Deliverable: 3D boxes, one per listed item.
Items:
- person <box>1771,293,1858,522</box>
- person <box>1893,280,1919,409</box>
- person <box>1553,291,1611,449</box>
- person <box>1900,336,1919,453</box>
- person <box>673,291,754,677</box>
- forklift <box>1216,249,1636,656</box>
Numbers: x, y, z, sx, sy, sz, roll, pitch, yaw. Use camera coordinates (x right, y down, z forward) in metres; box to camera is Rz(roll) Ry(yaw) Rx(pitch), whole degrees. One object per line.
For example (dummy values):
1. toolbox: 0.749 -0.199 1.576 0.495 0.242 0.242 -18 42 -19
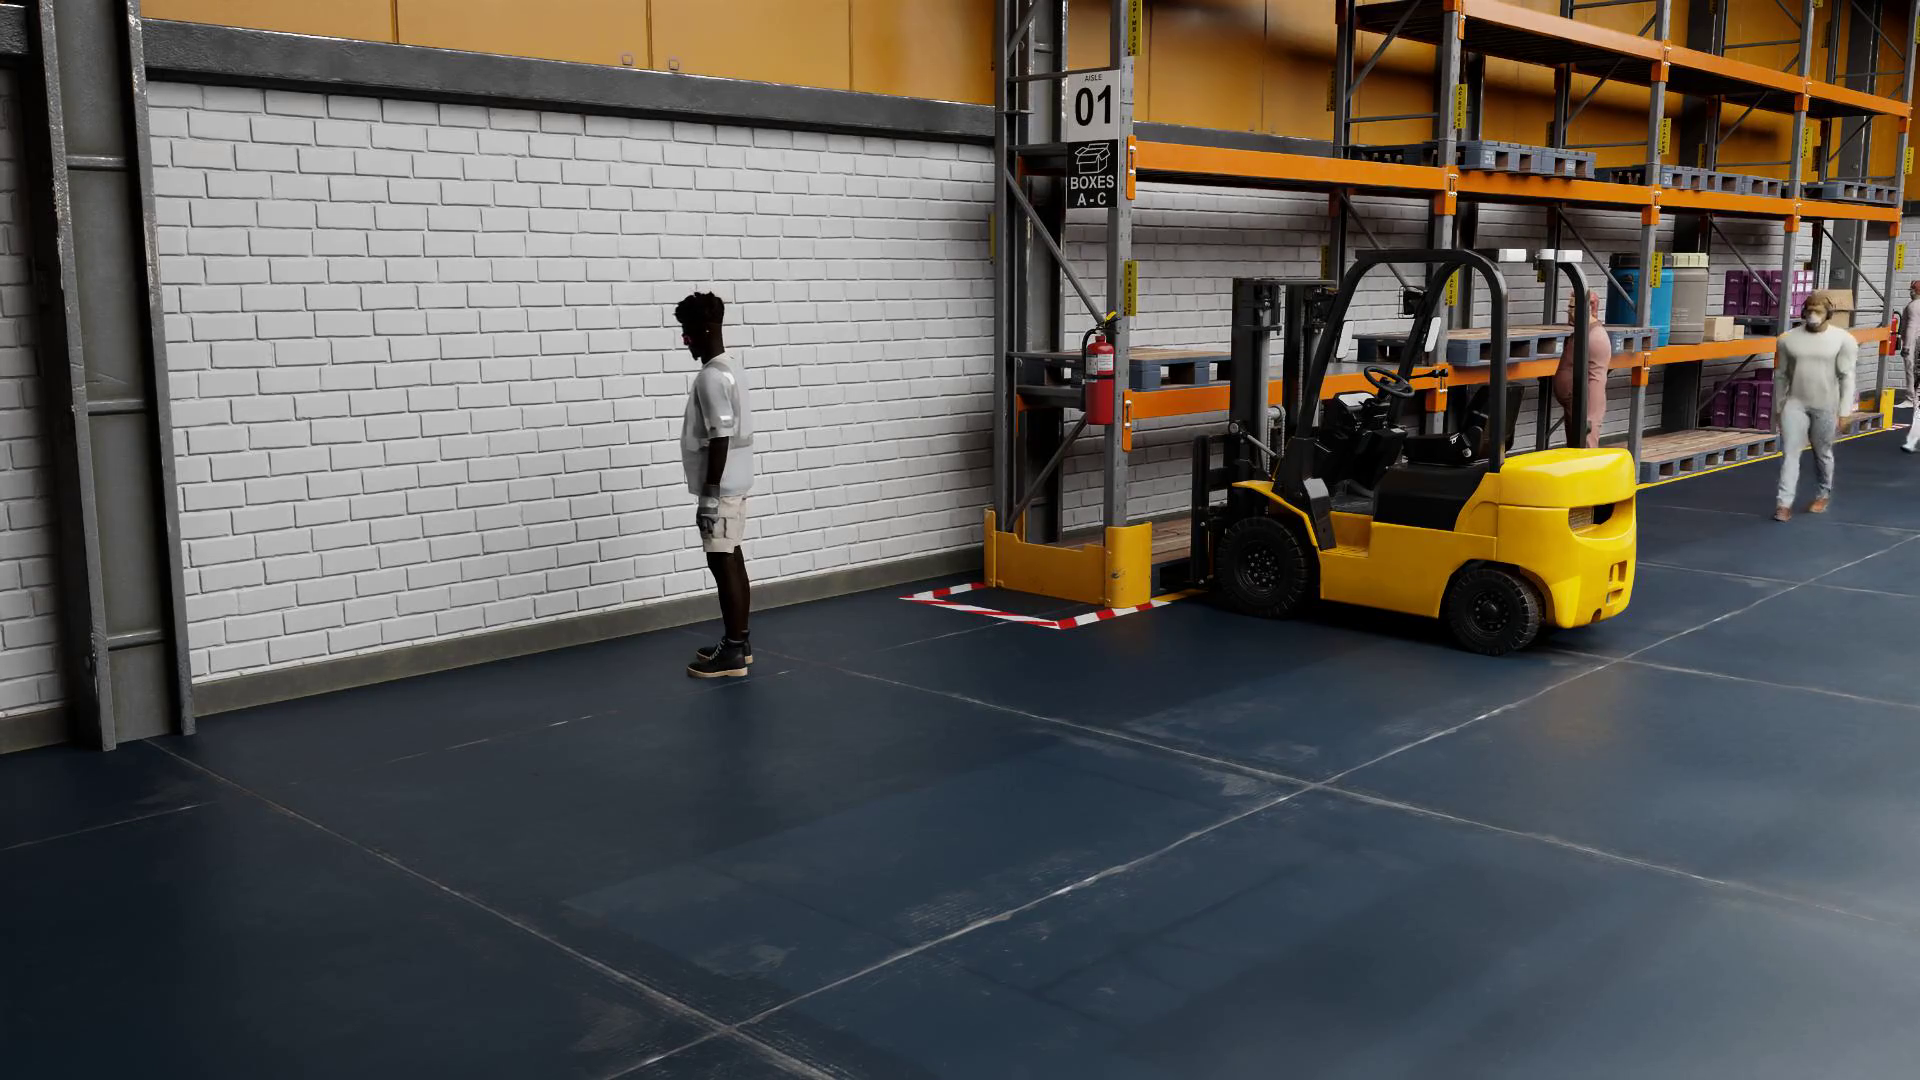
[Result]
1. person: 7.100 -1.114 13.848 0.634 1.882 1.047 8 12 39
2. person: 14.182 -2.904 24.739 0.642 1.905 0.399 -7 12 -36
3. person: 4.890 -1.016 13.149 0.402 1.911 0.638 2 9 12
4. person: 10.845 -1.743 18.526 0.809 1.600 0.531 -8 12 -41
5. person: -1.253 -0.282 8.485 0.392 1.957 0.613 0 9 2
6. forklift: 2.710 -0.584 9.626 2.313 2.155 1.214 9 13 43
